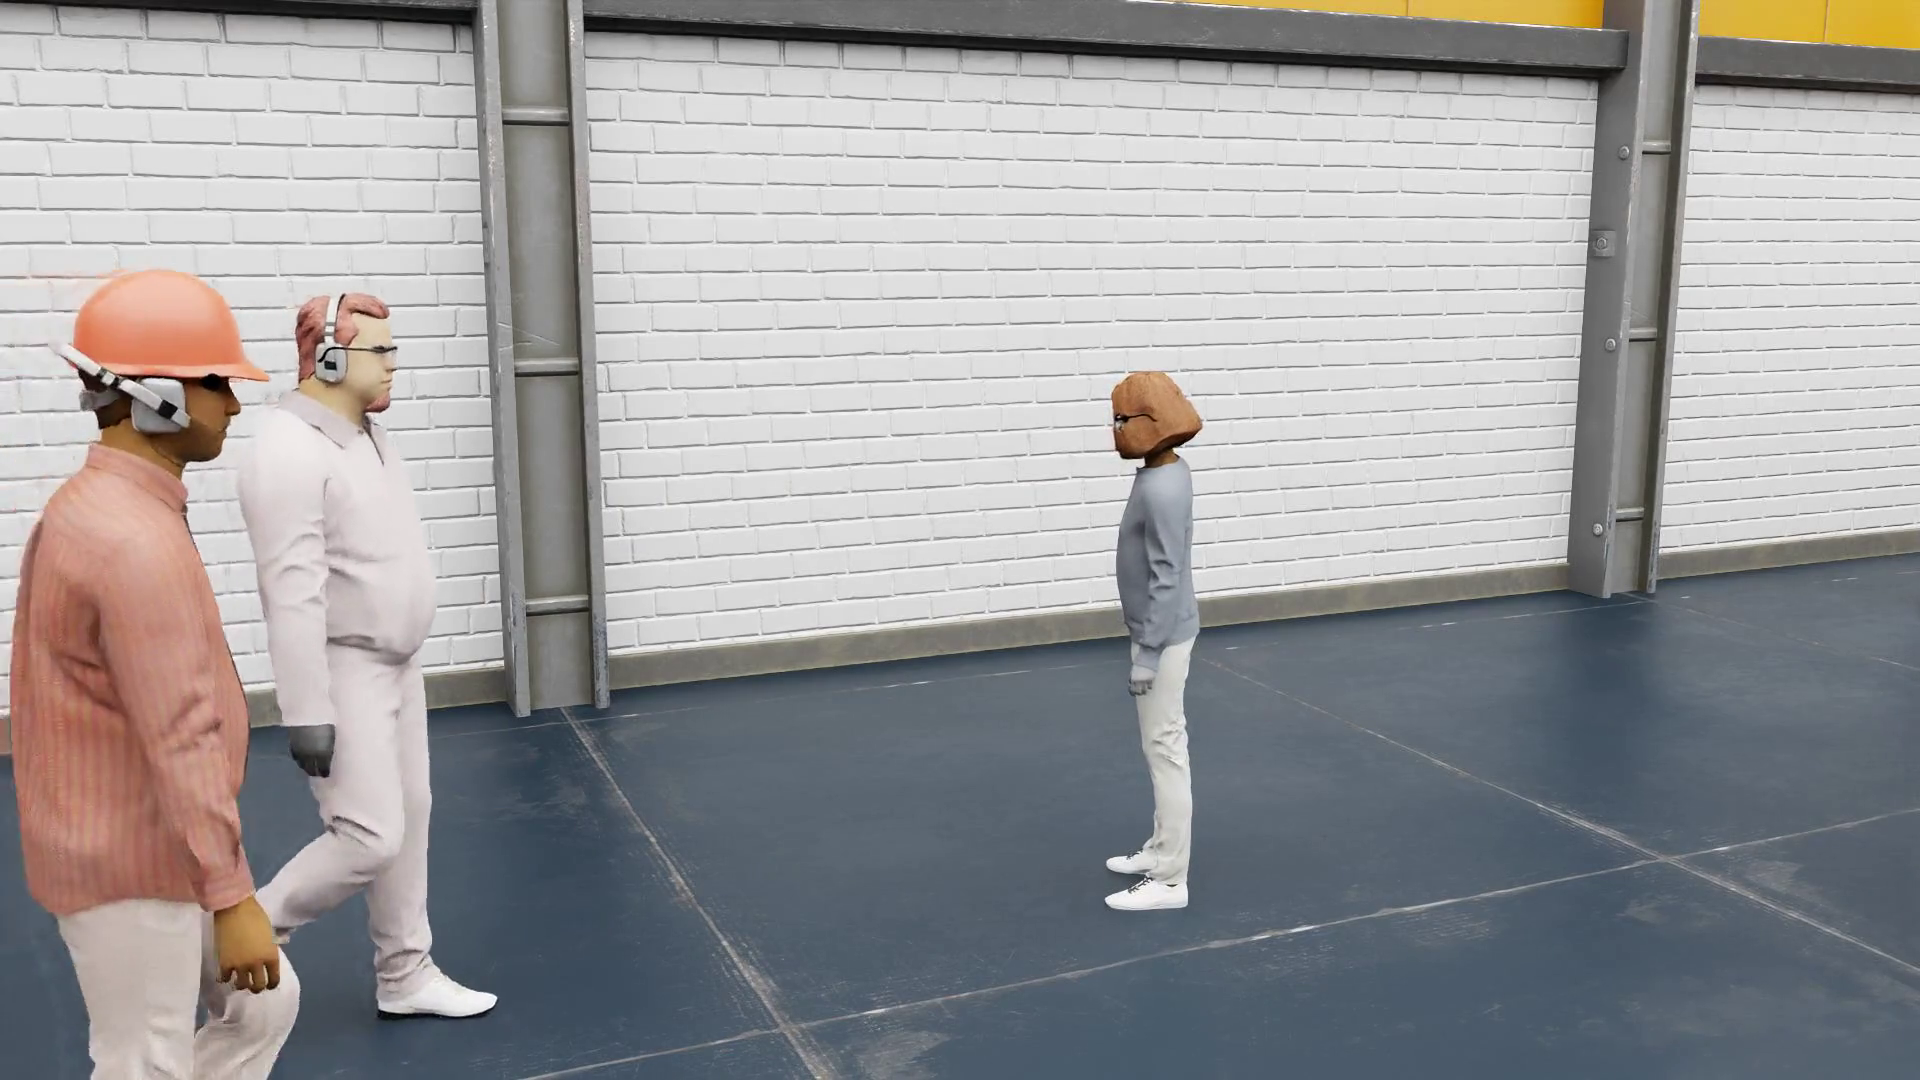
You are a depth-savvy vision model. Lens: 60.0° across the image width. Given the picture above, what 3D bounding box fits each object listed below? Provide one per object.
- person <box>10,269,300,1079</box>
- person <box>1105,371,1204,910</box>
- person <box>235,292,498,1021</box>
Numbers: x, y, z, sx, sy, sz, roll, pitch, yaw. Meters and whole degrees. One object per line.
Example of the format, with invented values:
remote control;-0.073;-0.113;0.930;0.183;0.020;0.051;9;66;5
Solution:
person;-1.348;0.536;2.862;0.571;1.972;0.615;-5;12;-27
person;0.585;0.305;5.042;0.278;1.633;0.497;1;10;8
person;-1.539;0.334;4.149;0.594;1.890;0.666;0;10;0
